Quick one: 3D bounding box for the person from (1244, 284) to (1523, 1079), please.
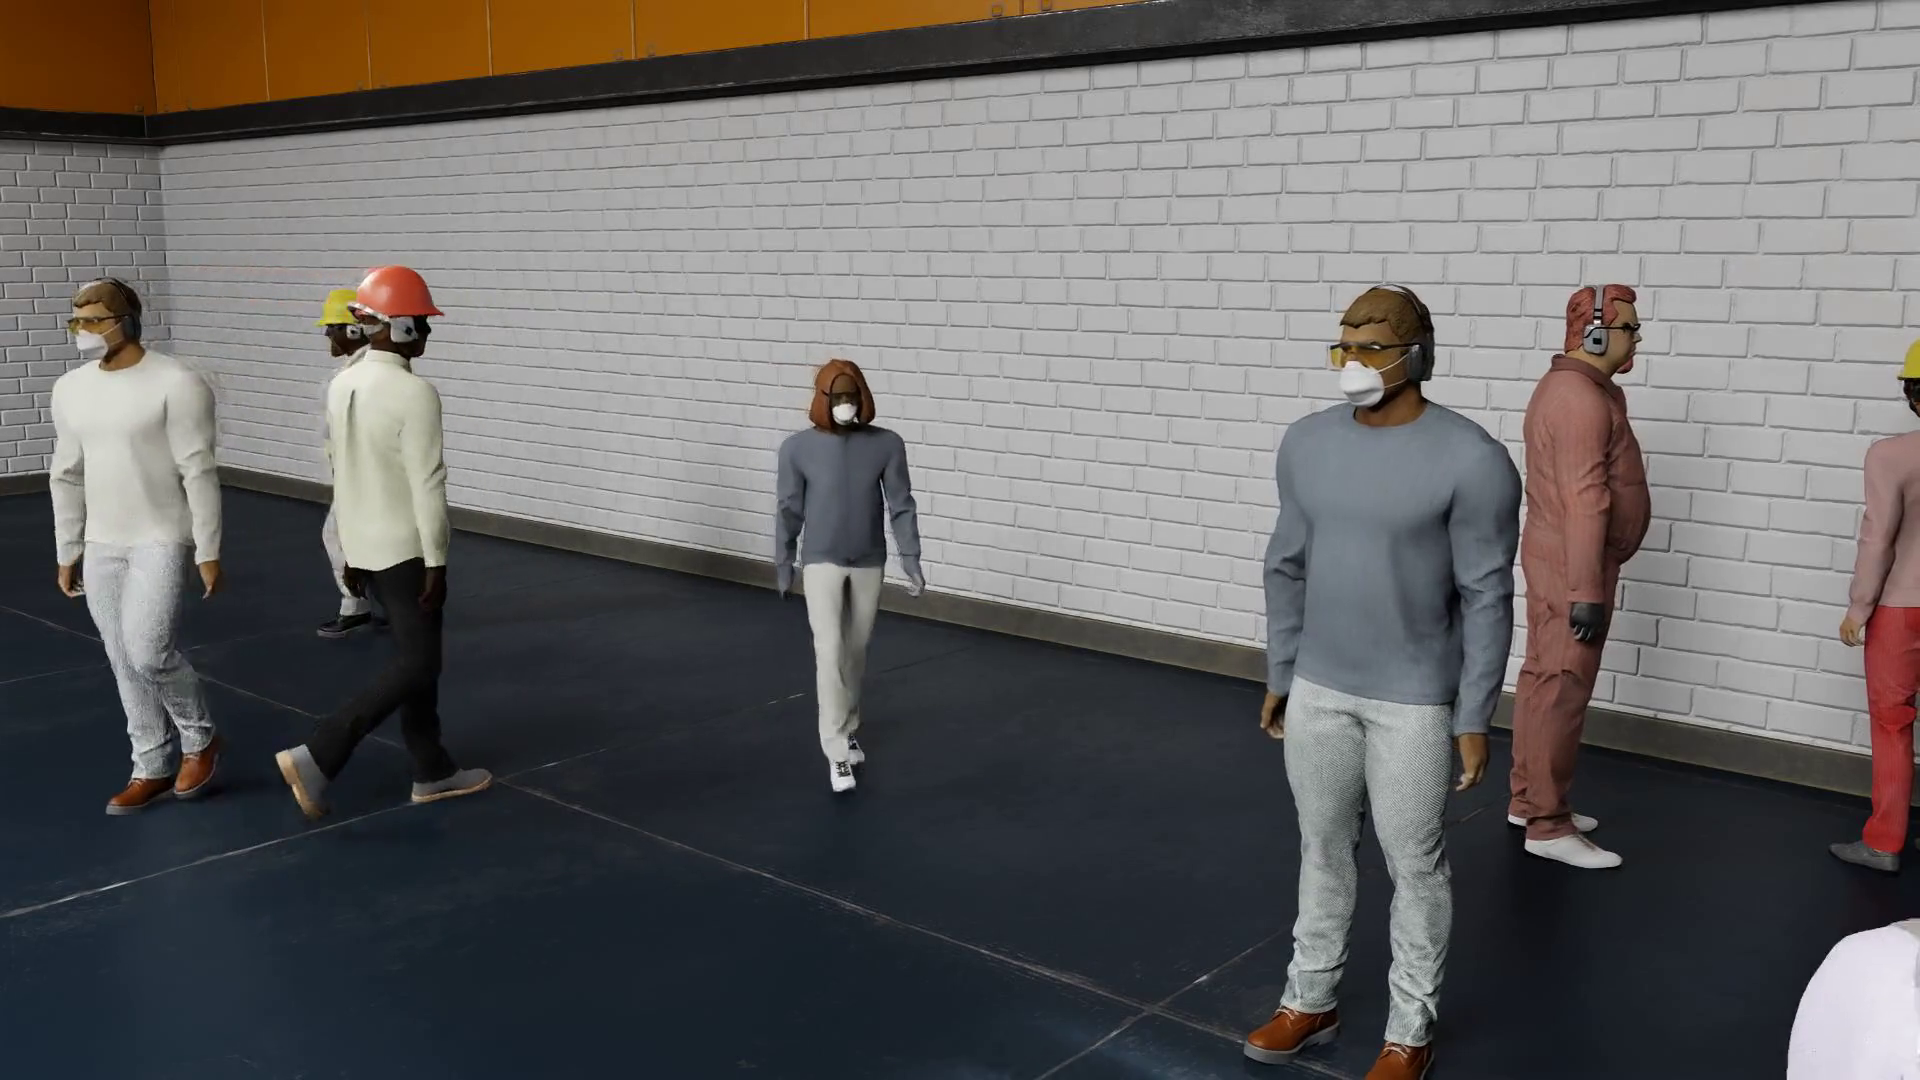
[{"bbox_3d":[0.993,0.369,3.972,0.379,1.940,0.629,-10,14,-44],"label":"person"}]

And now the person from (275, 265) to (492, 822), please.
[{"bbox_3d":[-2.050,0.034,5.820,0.613,1.972,0.772,9,13,42],"label":"person"}]

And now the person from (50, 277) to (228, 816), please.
[{"bbox_3d":[-2.942,0.035,5.916,0.651,1.923,0.436,3,10,16],"label":"person"}]

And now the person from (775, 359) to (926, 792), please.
[{"bbox_3d":[-0.406,0.127,6.286,0.517,1.598,0.767,-4,11,-19],"label":"person"}]

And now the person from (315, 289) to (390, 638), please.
[{"bbox_3d":[-3.187,-0.395,8.702,0.627,1.810,0.595,-3,10,-14],"label":"person"}]

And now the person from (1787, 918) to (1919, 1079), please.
[{"bbox_3d":[0.889,0.850,1.362,0.547,1.893,0.937,2,10,10],"label":"person"}]

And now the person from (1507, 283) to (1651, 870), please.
[{"bbox_3d":[2.068,0.111,5.530,0.400,1.907,0.644,2,10,12],"label":"person"}]

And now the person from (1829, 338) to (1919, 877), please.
[{"bbox_3d":[3.104,0.209,5.380,0.534,1.765,0.323,-1,10,-8],"label":"person"}]
